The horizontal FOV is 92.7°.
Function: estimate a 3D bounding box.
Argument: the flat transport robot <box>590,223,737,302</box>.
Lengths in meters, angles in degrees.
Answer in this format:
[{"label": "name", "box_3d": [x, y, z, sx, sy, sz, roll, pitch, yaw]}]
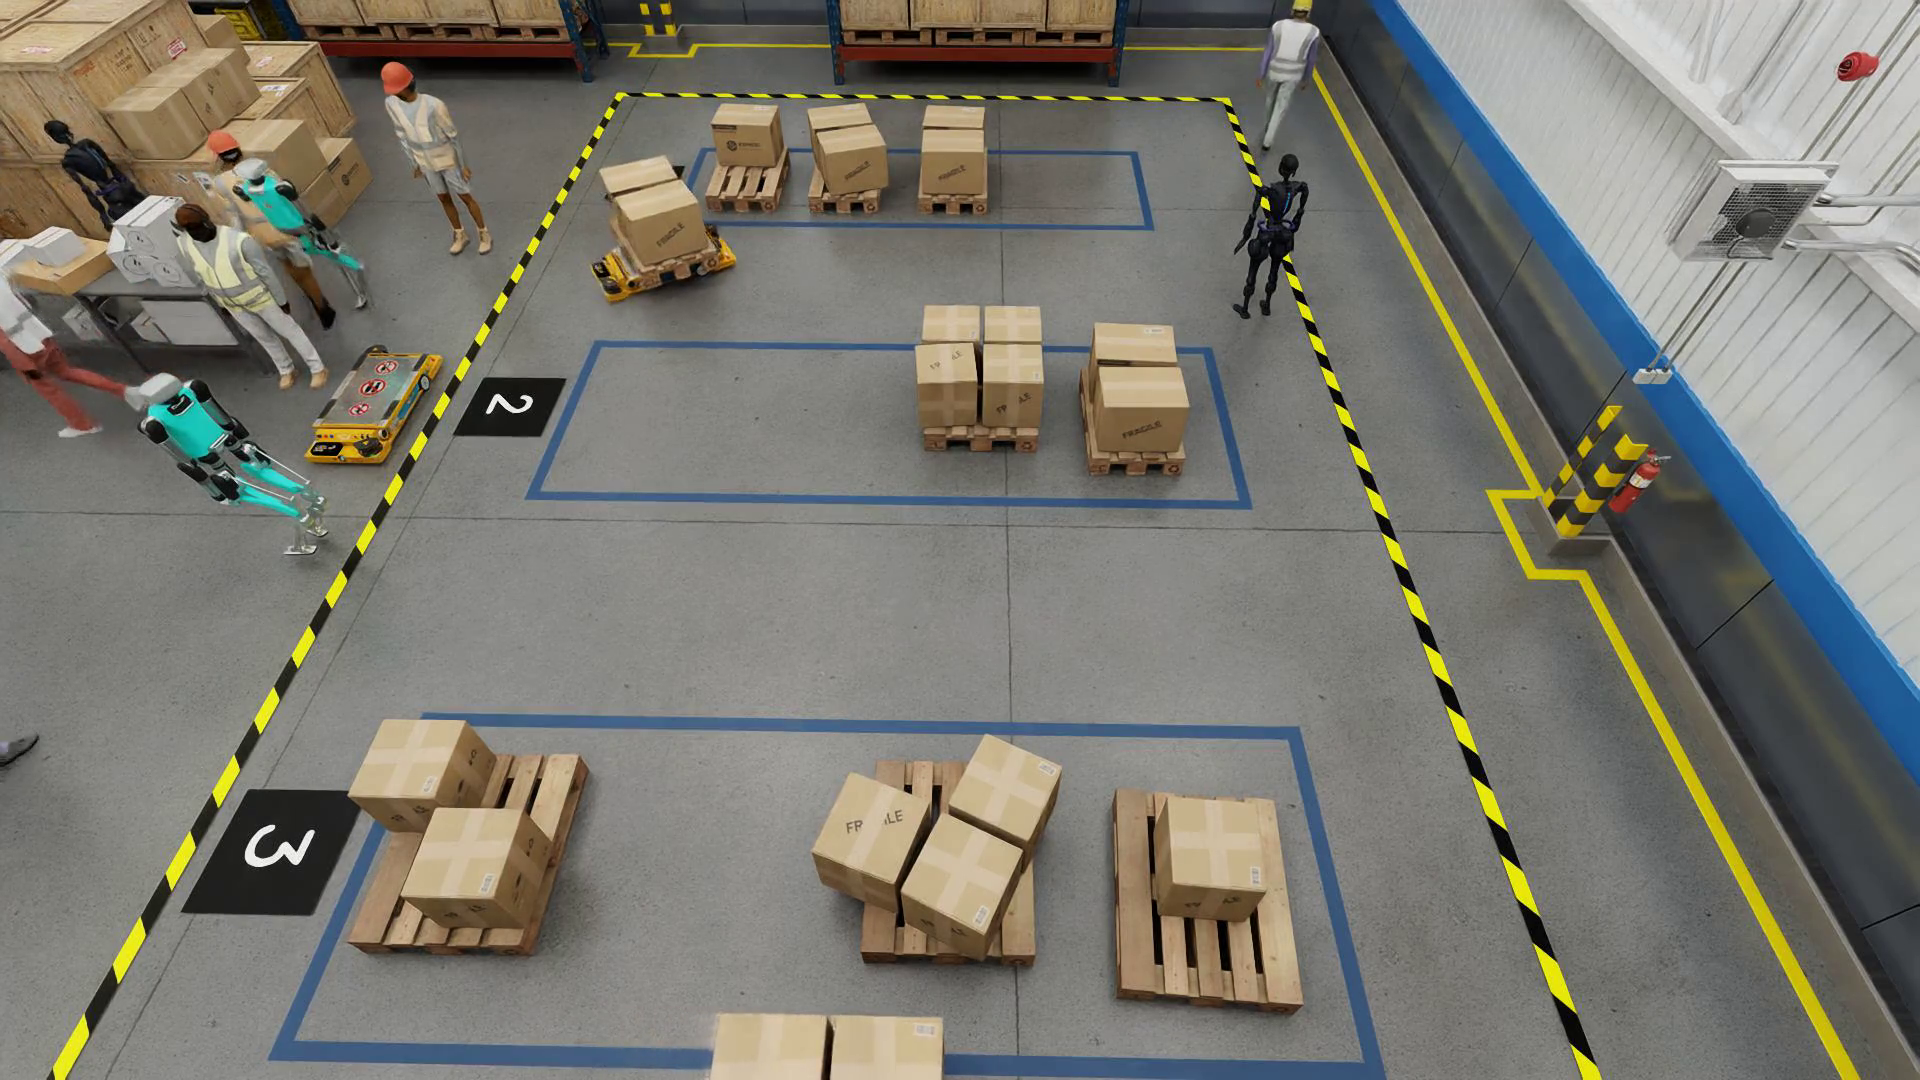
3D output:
[{"label": "flat transport robot", "box_3d": [-3.211, -3.025, 9.909, 1.431, 0.197, 0.652, -24, 54, -19]}]

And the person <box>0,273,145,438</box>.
[{"label": "person", "box_3d": [-7.809, -1.650, 7.692, 0.698, 1.902, 0.599, -9, 50, -8]}]

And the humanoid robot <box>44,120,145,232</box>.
[{"label": "humanoid robot", "box_3d": [-8.671, -3.524, 9.468, 0.797, 1.628, 0.603, -1, 50, -1]}]

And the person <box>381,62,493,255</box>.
[{"label": "person", "box_3d": [-5.435, -3.921, 9.531, 0.604, 2.032, 0.396, 2, 50, 1]}]

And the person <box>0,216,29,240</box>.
[{"label": "person", "box_3d": [-10.269, -3.618, 9.297, 0.887, 2.003, 0.613, 19, 52, 15]}]

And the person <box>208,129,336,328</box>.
[{"label": "person", "box_3d": [-6.547, -2.983, 8.814, 0.577, 1.904, 0.651, -17, 52, -14]}]

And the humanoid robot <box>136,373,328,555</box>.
[{"label": "humanoid robot", "box_3d": [-5.177, -0.498, 6.741, 0.735, 1.673, 0.533, 8, 50, 7]}]

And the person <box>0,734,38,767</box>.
[{"label": "person", "box_3d": [-6.542, 0.943, 5.591, 0.545, 1.747, 0.596, 5, 50, 4]}]

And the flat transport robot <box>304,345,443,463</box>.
[{"label": "flat transport robot", "box_3d": [-5.383, -1.269, 8.441, 0.659, 0.231, 1.431, 1, 50, 1]}]

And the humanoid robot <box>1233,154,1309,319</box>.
[{"label": "humanoid robot", "box_3d": [3.011, -2.935, 8.920, 0.599, 1.655, 0.315, -6, 50, -5]}]

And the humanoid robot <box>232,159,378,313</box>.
[{"label": "humanoid robot", "box_3d": [-6.251, -2.954, 8.942, 0.549, 1.815, 0.832, 0, 50, 0]}]

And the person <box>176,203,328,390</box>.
[{"label": "person", "box_3d": [-6.302, -2.132, 8.147, 0.622, 1.837, 0.430, -3, 50, -2]}]

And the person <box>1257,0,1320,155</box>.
[{"label": "person", "box_3d": [3.990, -5.724, 11.215, 0.605, 1.786, 0.944, 21, 53, 17]}]
